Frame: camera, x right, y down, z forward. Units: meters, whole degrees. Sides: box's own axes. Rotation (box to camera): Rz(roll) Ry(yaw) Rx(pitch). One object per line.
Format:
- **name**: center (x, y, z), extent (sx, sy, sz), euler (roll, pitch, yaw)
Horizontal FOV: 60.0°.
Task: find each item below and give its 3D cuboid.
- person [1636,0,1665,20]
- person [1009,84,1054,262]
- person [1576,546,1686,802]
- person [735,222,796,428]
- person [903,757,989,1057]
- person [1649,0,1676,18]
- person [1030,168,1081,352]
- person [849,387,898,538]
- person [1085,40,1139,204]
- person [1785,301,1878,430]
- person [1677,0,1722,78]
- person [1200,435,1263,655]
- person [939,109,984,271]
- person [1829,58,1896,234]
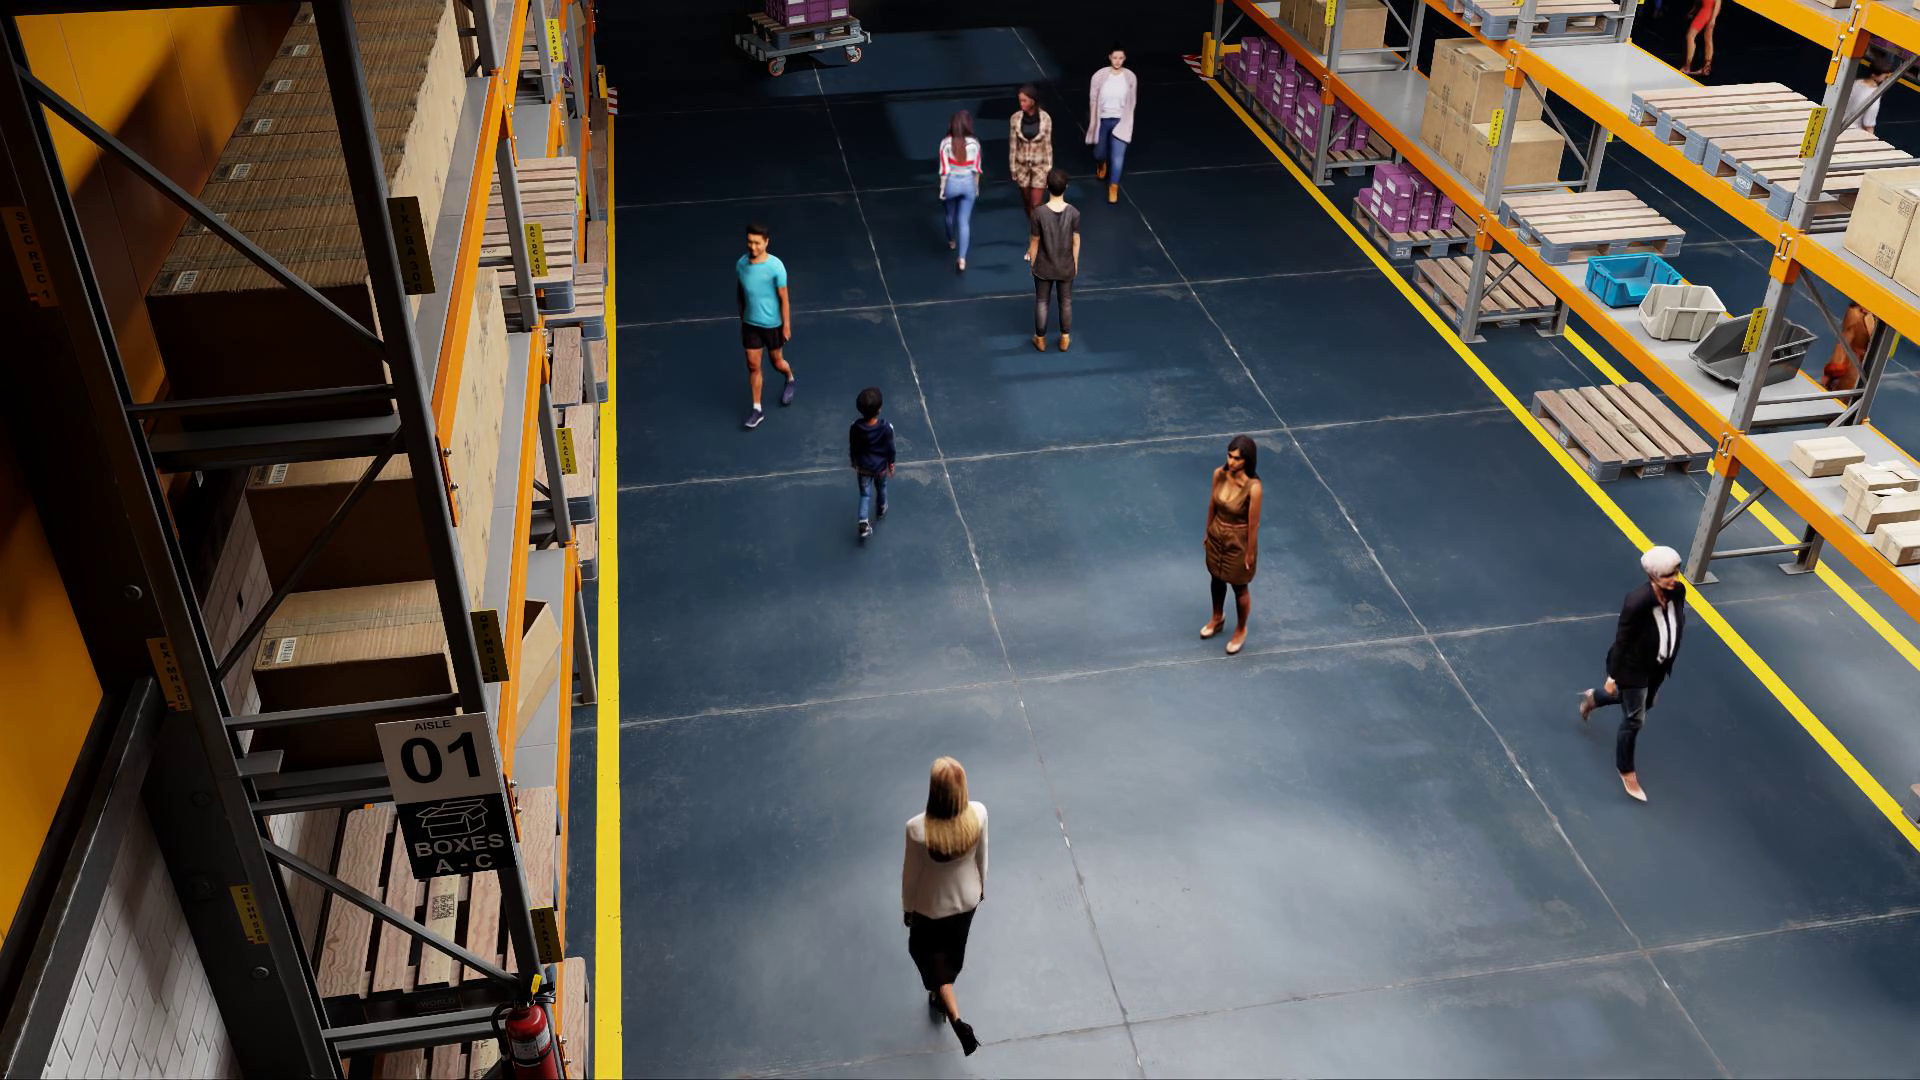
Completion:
- **person**: center (10.052, -8.353, 23.894), extent (0.674, 1.684, 0.729), euler (20, 39, 27)
- **person**: center (0.718, -3.776, 16.967), extent (0.849, 1.731, 1.159), euler (4, 34, 6)
- **person**: center (4.154, 0.724, 10.174), extent (0.880, 1.764, 1.078), euler (-13, 36, -19)
- **person**: center (-1.623, -1.863, 14.060), extent (0.922, 1.762, 1.077), euler (11, 35, 17)
- **person**: center (-0.039, 1.879, 8.356), extent (0.747, 1.845, 0.981), euler (-13, 36, -19)
- **person**: center (10.300, -8.334, 24.101), extent (0.822, 1.423, 0.844), euler (-25, 41, -32)
- **person**: center (0.865, -2.529, 15.108), extent (0.650, 1.711, 0.610), euler (1, 34, 2)
- **person**: center (-0.685, -0.576, 12.630), extent (0.679, 1.203, 0.886), euler (4, 34, 6)
- **person**: center (1.657, -4.620, 18.238), extent (0.842, 1.728, 1.023), euler (2, 34, 3)
- **person**: center (7.102, -1.374, 13.381), extent (0.676, 1.699, 0.976), euler (-6, 34, -9)
- **person**: center (9.830, -6.858, 21.633), extent (0.816, 1.698, 0.795), euler (10, 35, 15)
- **person**: center (1.846, 0.026, 11.290), extent (0.700, 1.683, 0.602), euler (-26, 42, -34)
- **person**: center (0.011, -3.476, 16.665), extent (0.705, 1.566, 1.125), euler (-2, 34, -3)
- **person**: center (9.289, -4.213, 17.514), extent (0.884, 1.853, 0.495), euler (-13, 36, -19)
